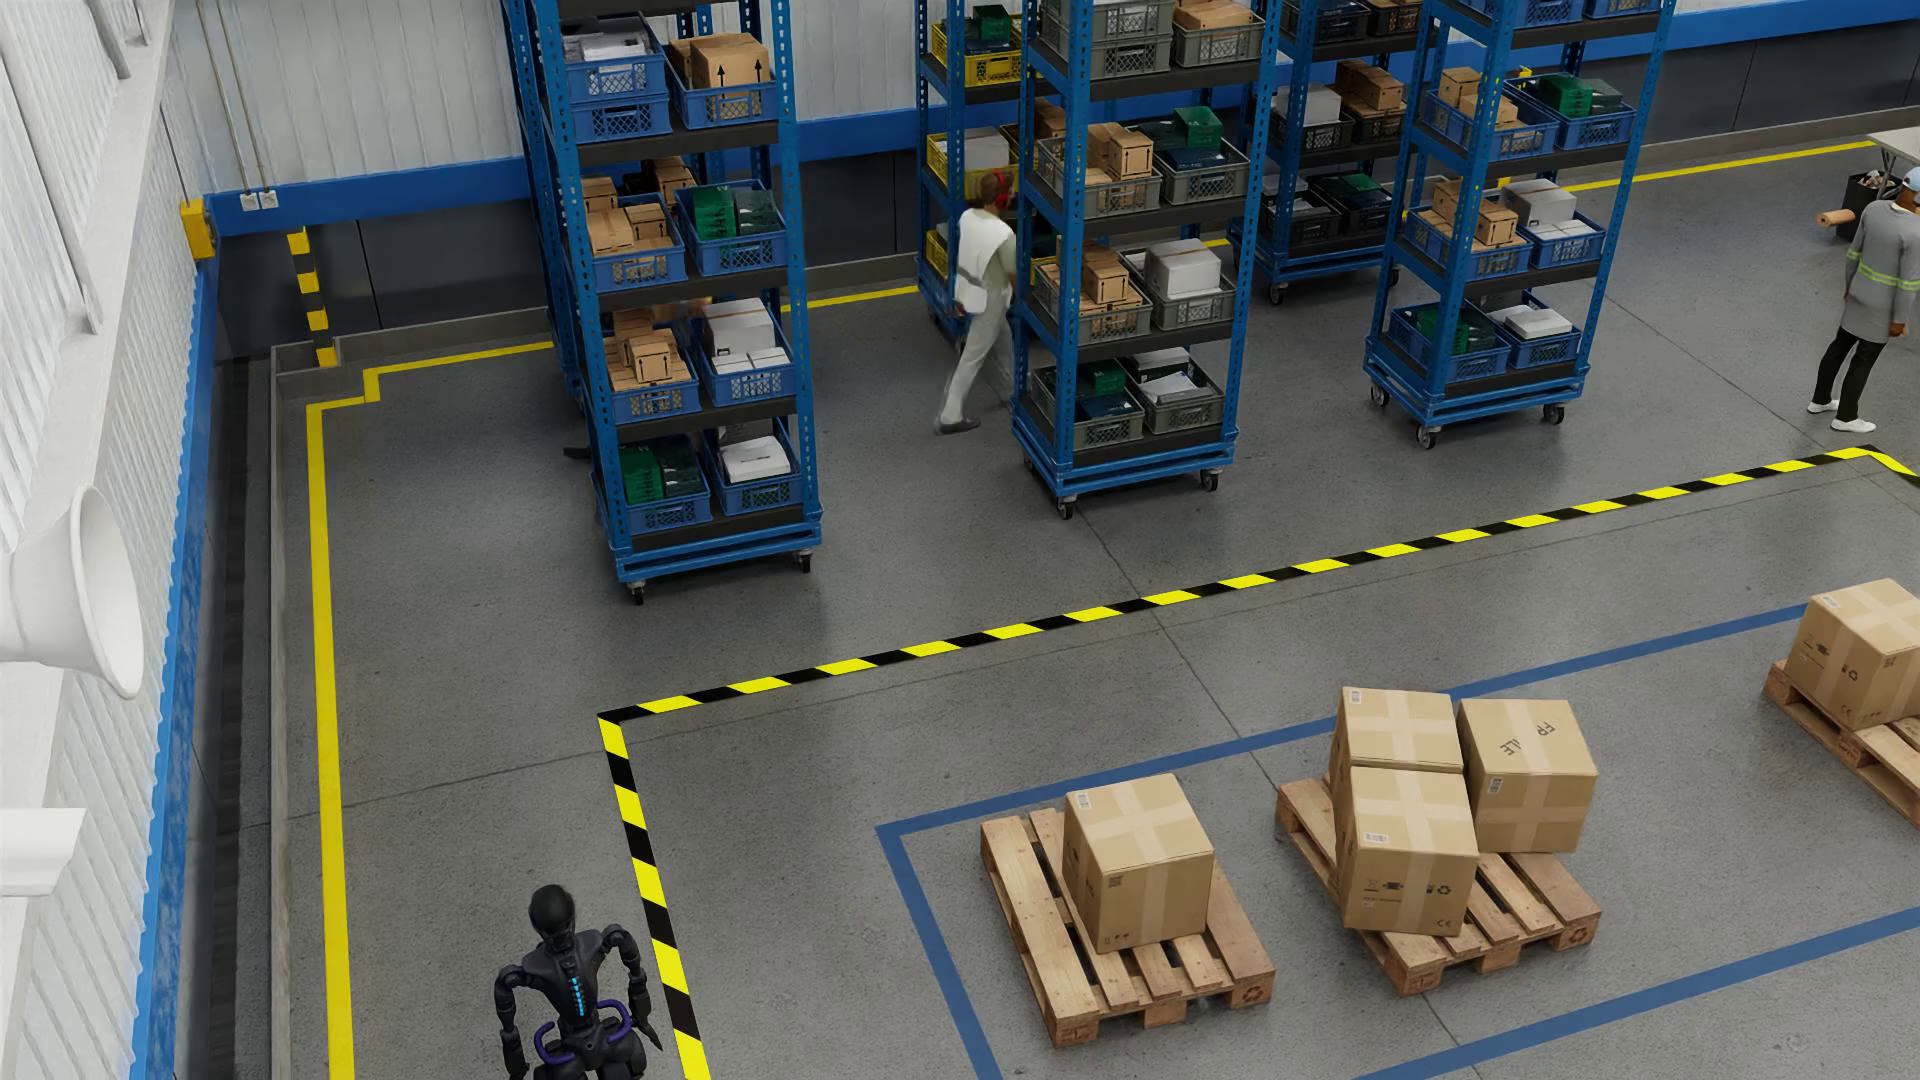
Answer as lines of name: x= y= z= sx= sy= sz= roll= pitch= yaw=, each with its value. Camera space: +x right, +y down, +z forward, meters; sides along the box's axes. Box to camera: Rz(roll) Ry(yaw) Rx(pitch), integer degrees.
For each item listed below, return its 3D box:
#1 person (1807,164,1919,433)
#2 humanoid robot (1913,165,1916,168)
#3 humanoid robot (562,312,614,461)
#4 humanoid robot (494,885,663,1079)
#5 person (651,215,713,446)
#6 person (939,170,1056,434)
person: x=6.042 y=-1.584 z=10.932 sx=0.393 sy=1.848 sz=0.586 roll=-7 pitch=36 yaw=-10
humanoid robot: x=8.099 y=-3.419 z=13.687 sx=0.339 sy=1.644 sz=0.596 roll=28 pitch=44 yaw=34
humanoid robot: x=-2.280 y=-1.266 z=10.650 sx=0.734 sy=1.626 sz=0.612 roll=-10 pitch=36 yaw=-13
humanoid robot: x=-1.394 y=1.894 z=6.138 sx=0.599 sy=1.653 sz=0.315 roll=-18 pitch=39 yaw=-23
person: x=-1.663 y=-1.043 z=10.108 sx=0.548 sy=1.914 sz=0.580 roll=-29 pitch=45 yaw=-35
person: x=0.258 y=-1.581 z=10.983 sx=1.004 sy=1.781 sz=0.568 roll=-15 pitch=38 yaw=-20
